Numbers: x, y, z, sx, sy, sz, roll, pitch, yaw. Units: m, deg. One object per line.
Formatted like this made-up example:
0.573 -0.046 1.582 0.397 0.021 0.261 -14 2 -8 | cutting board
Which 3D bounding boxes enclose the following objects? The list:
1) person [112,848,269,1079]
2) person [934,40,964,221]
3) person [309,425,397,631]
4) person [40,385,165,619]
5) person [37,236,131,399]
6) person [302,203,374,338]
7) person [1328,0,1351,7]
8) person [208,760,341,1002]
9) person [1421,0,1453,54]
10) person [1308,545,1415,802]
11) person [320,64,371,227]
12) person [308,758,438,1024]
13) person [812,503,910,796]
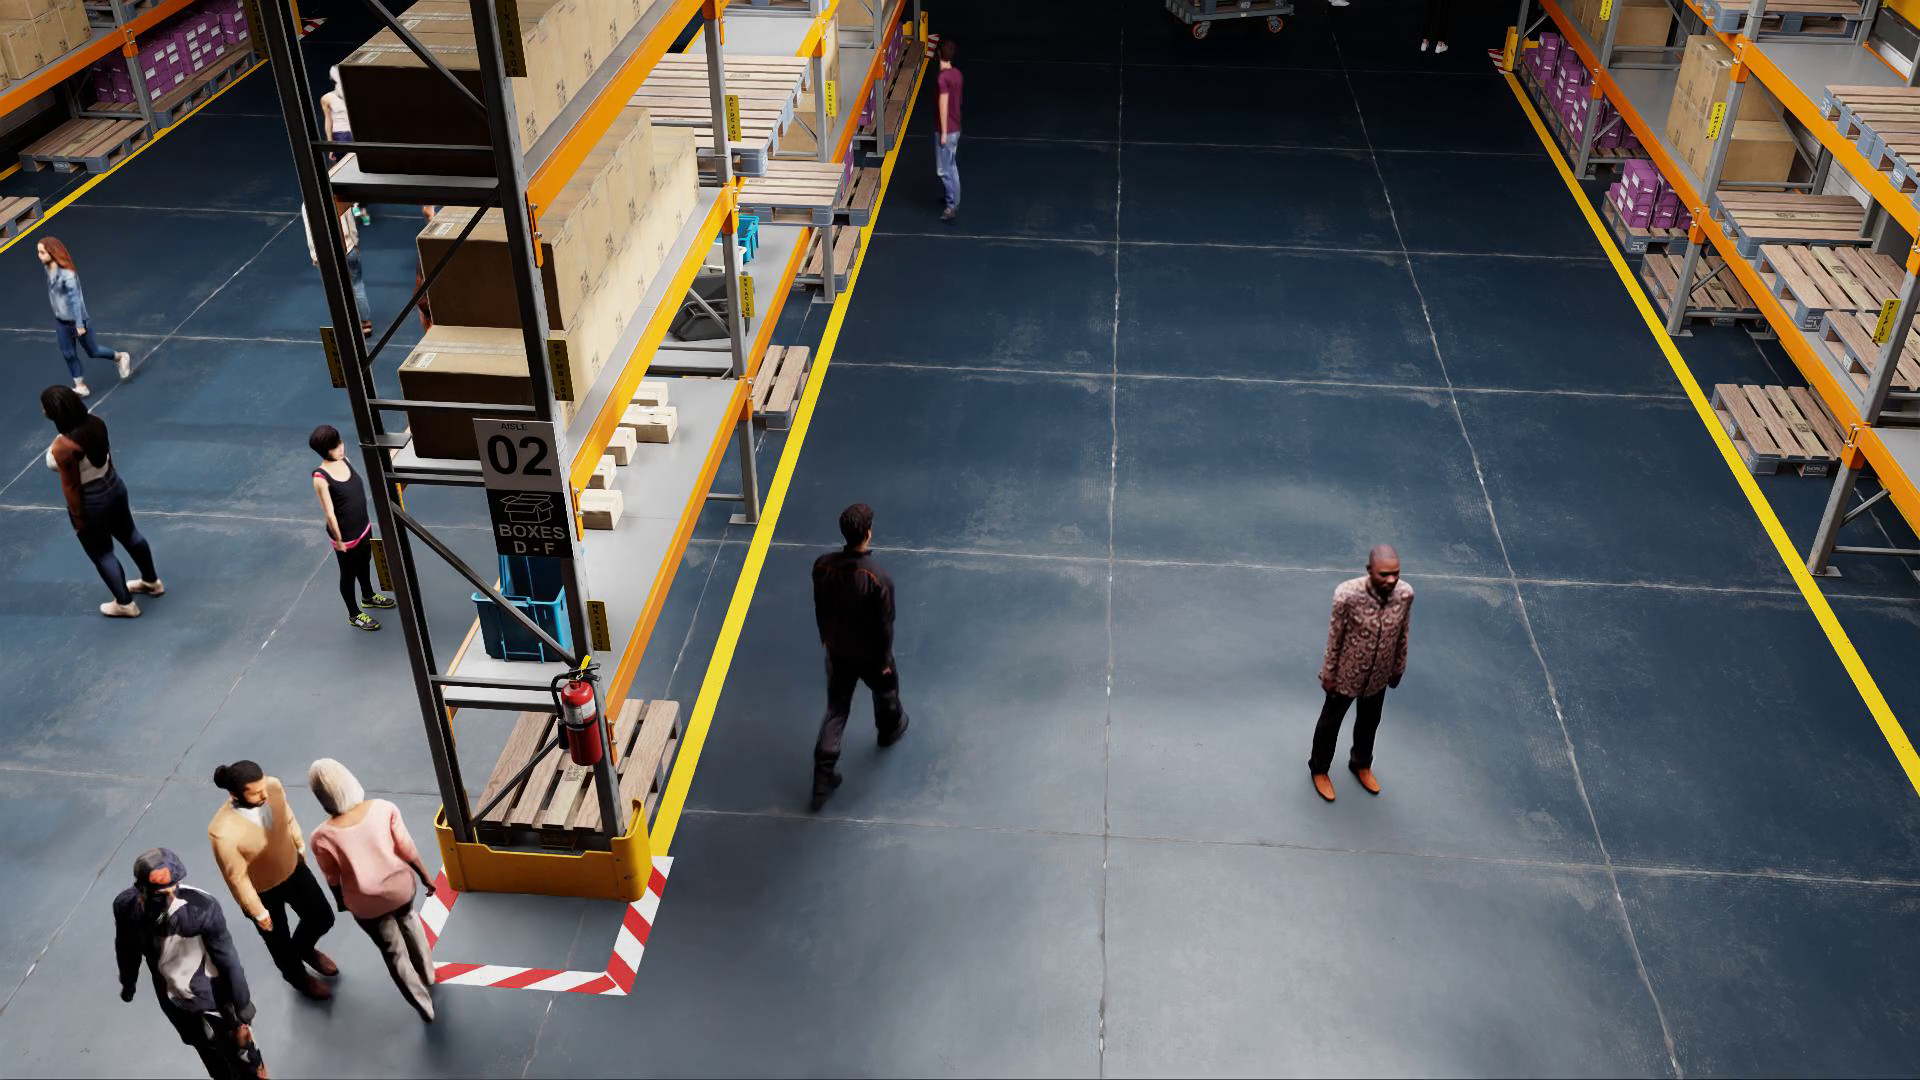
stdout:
-3.625 2.129 7.958 0.870 1.879 0.652 13 36 18 | person
-0.119 -4.384 17.816 0.993 1.814 0.577 3 34 4 | person
-4.285 -0.113 11.625 0.604 1.553 0.456 5 34 8 | person
-6.024 -0.283 11.652 0.720 1.806 0.573 7 34 10 | person
-7.652 -1.943 14.464 0.765 1.459 0.966 16 37 22 | person
-5.731 -2.620 15.283 0.699 1.680 0.730 -19 38 -26 | person
5.658 -8.797 24.551 0.629 1.707 0.480 1 34 1 | person
-3.651 1.754 8.660 0.843 1.726 0.705 12 35 17 | person
6.552 -7.529 22.647 0.678 1.703 0.672 20 39 28 | person
2.416 0.774 10.065 0.724 1.803 0.669 -4 34 -7 | person
-6.420 -4.131 17.547 0.743 1.689 0.774 -13 36 -19 | person
-2.951 1.869 8.523 0.824 1.687 0.874 -18 38 -25 | person
-0.684 0.709 10.081 0.979 1.893 1.326 14 36 20 | person
